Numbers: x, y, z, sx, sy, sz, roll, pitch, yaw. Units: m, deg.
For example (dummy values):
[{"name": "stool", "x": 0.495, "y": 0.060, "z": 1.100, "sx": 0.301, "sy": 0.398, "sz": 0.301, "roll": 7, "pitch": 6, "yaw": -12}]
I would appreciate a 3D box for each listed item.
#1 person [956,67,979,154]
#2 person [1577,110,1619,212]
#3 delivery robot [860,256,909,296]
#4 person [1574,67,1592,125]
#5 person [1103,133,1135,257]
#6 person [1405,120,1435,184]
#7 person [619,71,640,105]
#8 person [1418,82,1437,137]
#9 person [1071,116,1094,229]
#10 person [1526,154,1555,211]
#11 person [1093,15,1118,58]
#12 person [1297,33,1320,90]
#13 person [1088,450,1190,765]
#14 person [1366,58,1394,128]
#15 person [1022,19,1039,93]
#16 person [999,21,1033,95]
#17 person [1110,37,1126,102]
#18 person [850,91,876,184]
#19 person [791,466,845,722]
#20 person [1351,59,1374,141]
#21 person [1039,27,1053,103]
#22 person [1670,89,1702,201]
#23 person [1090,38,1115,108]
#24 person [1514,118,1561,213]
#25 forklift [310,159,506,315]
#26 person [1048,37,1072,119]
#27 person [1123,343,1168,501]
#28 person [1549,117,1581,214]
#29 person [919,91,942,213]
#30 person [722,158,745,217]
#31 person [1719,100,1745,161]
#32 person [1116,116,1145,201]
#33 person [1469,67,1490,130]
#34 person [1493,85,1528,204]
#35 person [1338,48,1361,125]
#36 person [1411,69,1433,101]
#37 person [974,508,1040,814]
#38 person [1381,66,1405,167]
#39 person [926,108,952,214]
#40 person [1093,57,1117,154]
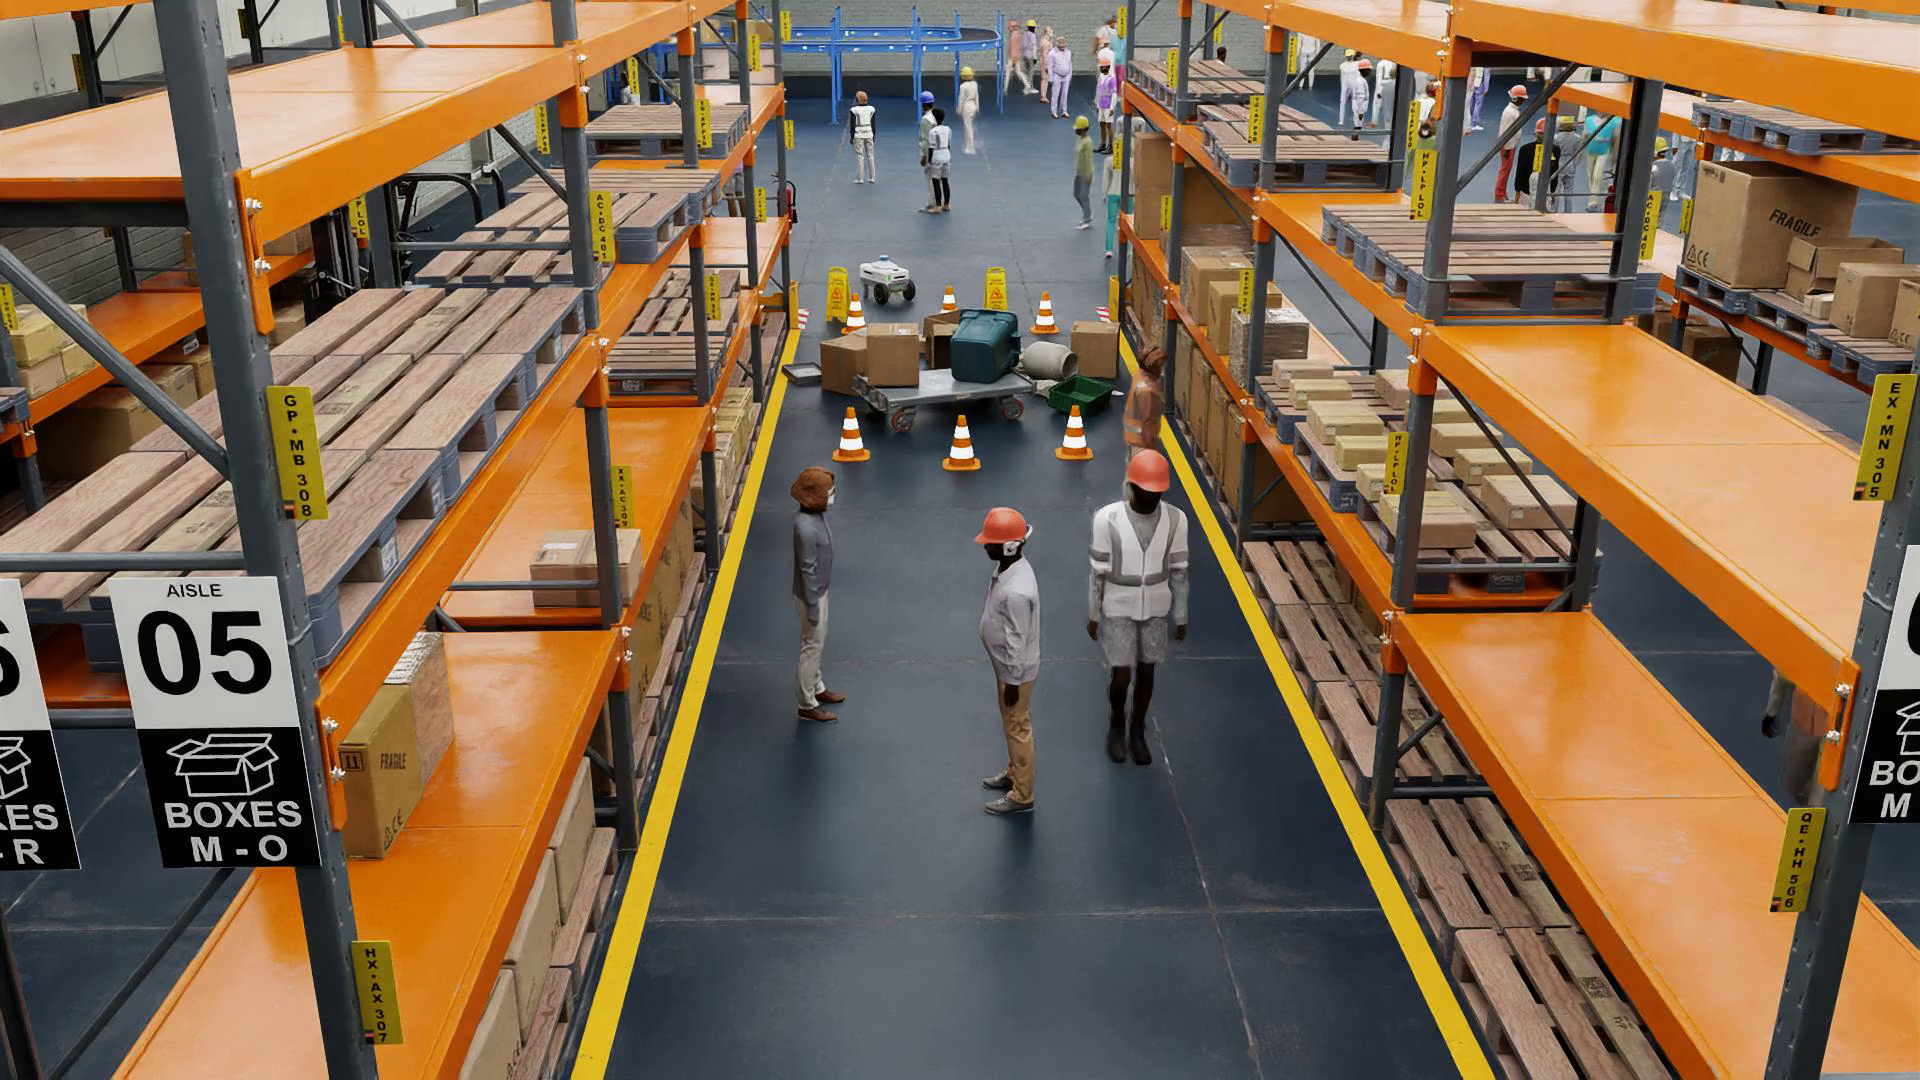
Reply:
[{"name": "person", "x": 0.099, "y": -8.784, "z": 33.997, "sx": 0.619, "sy": 1.719, "sz": 0.513, "roll": 17, "pitch": 27, "yaw": 38}, {"name": "person", "x": 10.426, "y": -6.316, "z": 27.353, "sx": 0.580, "sy": 1.813, "sz": 0.785, "roll": 18, "pitch": 27, "yaw": 40}, {"name": "delivery robot", "x": -0.971, "y": -3.387, "z": 21.242, "sx": 0.477, "sy": 0.478, "sz": 0.707, "roll": -15, "pitch": 25, "yaw": -34}, {"name": "person", "x": 14.487, "y": -10.475, "z": 38.625, "sx": 0.279, "sy": 1.621, "sz": 0.509, "roll": 15, "pitch": 25, "yaw": 34}, {"name": "person", "x": 2.298, "y": -4.922, "z": 23.759, "sx": 0.530, "sy": 1.772, "sz": 0.343, "roll": 8, "pitch": 22, "yaw": 21}, {"name": "person", "x": 7.294, "y": -5.801, "z": 26.280, "sx": 0.531, "sy": 1.603, "sz": 0.739, "roll": 7, "pitch": 22, "yaw": 17}, {"name": "person", "x": -6.313, "y": -8.160, "z": 32.240, "sx": 0.376, "sy": 1.823, "sz": 0.593, "roll": 18, "pitch": 27, "yaw": 39}, {"name": "person", "x": 8.367, "y": -7.280, "z": 29.868, "sx": 0.390, "sy": 1.846, "sz": 0.564, "roll": -7, "pitch": 22, "yaw": -17}, {"name": "person", "x": 1.936, "y": -5.707, "z": 25.861, "sx": 0.479, "sy": 1.740, "sz": 0.581, "roll": -7, "pitch": 22, "yaw": -18}, {"name": "person", "x": 7.770, "y": -4.395, "z": 22.383, "sx": 0.298, "sy": 1.745, "sz": 0.484, "roll": 14, "pitch": 25, "yaw": 32}, {"name": "person", "x": 4.165, "y": -13.655, "z": 46.446, "sx": 0.763, "sy": 2.000, "sz": 0.838, "roll": -16, "pitch": 26, "yaw": -36}, {"name": "person", "x": 9.659, "y": -13.498, "z": 46.174, "sx": 0.635, "sy": 1.939, "sz": 0.366, "roll": 3, "pitch": 21, "yaw": 7}, {"name": "person", "x": 1.024, "y": 0.402, "z": 9.458, "sx": 0.566, "sy": 1.917, "sz": 0.436, "roll": -3, "pitch": 21, "yaw": -8}, {"name": "person", "x": 9.614, "y": -10.268, "z": 37.791, "sx": 0.600, "sy": 1.838, "sz": 0.787, "roll": -13, "pitch": 25, "yaw": -31}, {"name": "person", "x": 1.923, "y": -13.233, "z": 45.490, "sx": 0.367, "sy": 1.928, "sz": 0.584, "roll": -12, "pitch": 24, "yaw": -28}, {"name": "person", "x": 1.522, "y": -13.009, "z": 44.890, "sx": 0.949, "sy": 1.940, "sz": 0.647, "roll": 7, "pitch": 22, "yaw": 17}, {"name": "person", "x": 4.167, "y": -12.373, "z": 43.195, "sx": 0.661, "sy": 1.943, "sz": 0.660, "roll": 11, "pitch": 23, "yaw": 27}, {"name": "person", "x": -1.764, "y": -7.308, "z": 30.226, "sx": 0.515, "sy": 1.640, "sz": 0.315, "roll": -11, "pitch": 23, "yaw": -27}, {"name": "person", "x": -0.875, "y": 0.322, "z": 10.084, "sx": 0.285, "sy": 1.622, "sz": 0.512, "roll": 1, "pitch": 21, "yaw": 2}, {"name": "person", "x": 8.021, "y": -8.615, "z": 33.262, "sx": 0.354, "sy": 1.942, "sz": 0.544, "roll": 4, "pitch": 21, "yaw": 10}, {"name": "person", "x": 2.252, "y": -12.270, "z": 42.987, "sx": 0.402, "sy": 1.899, "sz": 0.646, "roll": 0, "pitch": 21, "yaw": -1}, {"name": "person", "x": 12.418, "y": -6.792, "z": 28.479, "sx": 0.596, "sy": 1.915, "sz": 0.373, "roll": -10, "pitch": 23, "yaw": -25}, {"name": "person", "x": 3.635, "y": -11.798, "z": 42.001, "sx": 0.572, "sy": 1.697, "sz": 0.833, "roll": -16, "pitch": 26, "yaw": -36}, {"name": "person", "x": 8.118, "y": -4.931, "z": 23.451, "sx": 0.612, "sy": 1.995, "sz": 0.378, "roll": -1, "pitch": 21, "yaw": -3}, {"name": "forklift", "x": -5.622, "y": -2.910, "z": 17.832, "sx": 2.313, "sy": 2.155, "sz": 1.214, "roll": -1, "pitch": 21, "yaw": -1}, {"name": "person", "x": 2.399, "y": -11.039, "z": 39.743, "sx": 0.652, "sy": 1.895, "sz": 0.400, "roll": -12, "pitch": 24, "yaw": -29}, {"name": "person", "x": 1.434, "y": -0.795, "z": 13.057, "sx": 0.322, "sy": 1.610, "sz": 0.676, "roll": 1, "pitch": 21, "yaw": 2}, {"name": "person", "x": 9.474, "y": -5.827, "z": 26.174, "sx": 0.486, "sy": 1.740, "sz": 0.314, "roll": -3, "pitch": 21, "yaw": -7}, {"name": "person", "x": -0.494, "y": -6.361, "z": 27.301, "sx": 0.402, "sy": 1.944, "sz": 0.605, "roll": 7, "pitch": 22, "yaw": 18}, {"name": "person", "x": -3.483, "y": -5.620, "z": 25.210, "sx": 0.394, "sy": 2.040, "sz": 0.610, "roll": 13, "pitch": 24, "yaw": 31}, {"name": "person", "x": 13.616, "y": -7.038, "z": 29.188, "sx": 0.582, "sy": 1.878, "sz": 0.342, "roll": 18, "pitch": 27, "yaw": 39}, {"name": "person", "x": 2.898, "y": -6.669, "z": 28.413, "sx": 0.494, "sy": 1.732, "sz": 0.324, "roll": 2, "pitch": 21, "yaw": 5}, {"name": "person", "x": 11.727, "y": -10.254, "z": 37.648, "sx": 0.413, "sy": 1.906, "sz": 0.602, "roll": -11, "pitch": 23, "yaw": -26}, {"name": "person", "x": 9.266, "y": -6.643, "z": 28.000, "sx": 0.410, "sy": 1.981, "sz": 0.626, "roll": 9, "pitch": 23, "yaw": 23}, {"name": "person", "x": 9.108, "y": -10.602, "z": 38.793, "sx": 0.518, "sy": 1.738, "sz": 0.781, "roll": 11, "pitch": 23, "yaw": 26}, {"name": "person", "x": 10.014, "y": -9.718, "z": 36.325, "sx": 0.501, "sy": 1.835, "sz": 0.535, "roll": -10, "pitch": 23, "yaw": -26}, {"name": "person", "x": 0.250, "y": 0.650, "z": 9.053, "sx": 0.355, "sy": 1.743, "sz": 0.561, "roll": -2, "pitch": 21, "yaw": -6}, {"name": "person", "x": 8.358, "y": -8.166, "z": 32.140, "sx": 0.390, "sy": 1.895, "sz": 0.698, "roll": -13, "pitch": 24, "yaw": -30}, {"name": "person", "x": -0.343, "y": -6.220, "z": 27.276, "sx": 0.318, "sy": 1.696, "sz": 0.535, "roll": 15, "pitch": 25, "yaw": 34}, {"name": "person", "x": 2.947, "y": -8.851, "z": 33.893, "sx": 0.373, "sy": 1.934, "sz": 0.551, "roll": -11, "pitch": 23, "yaw": -27}]
